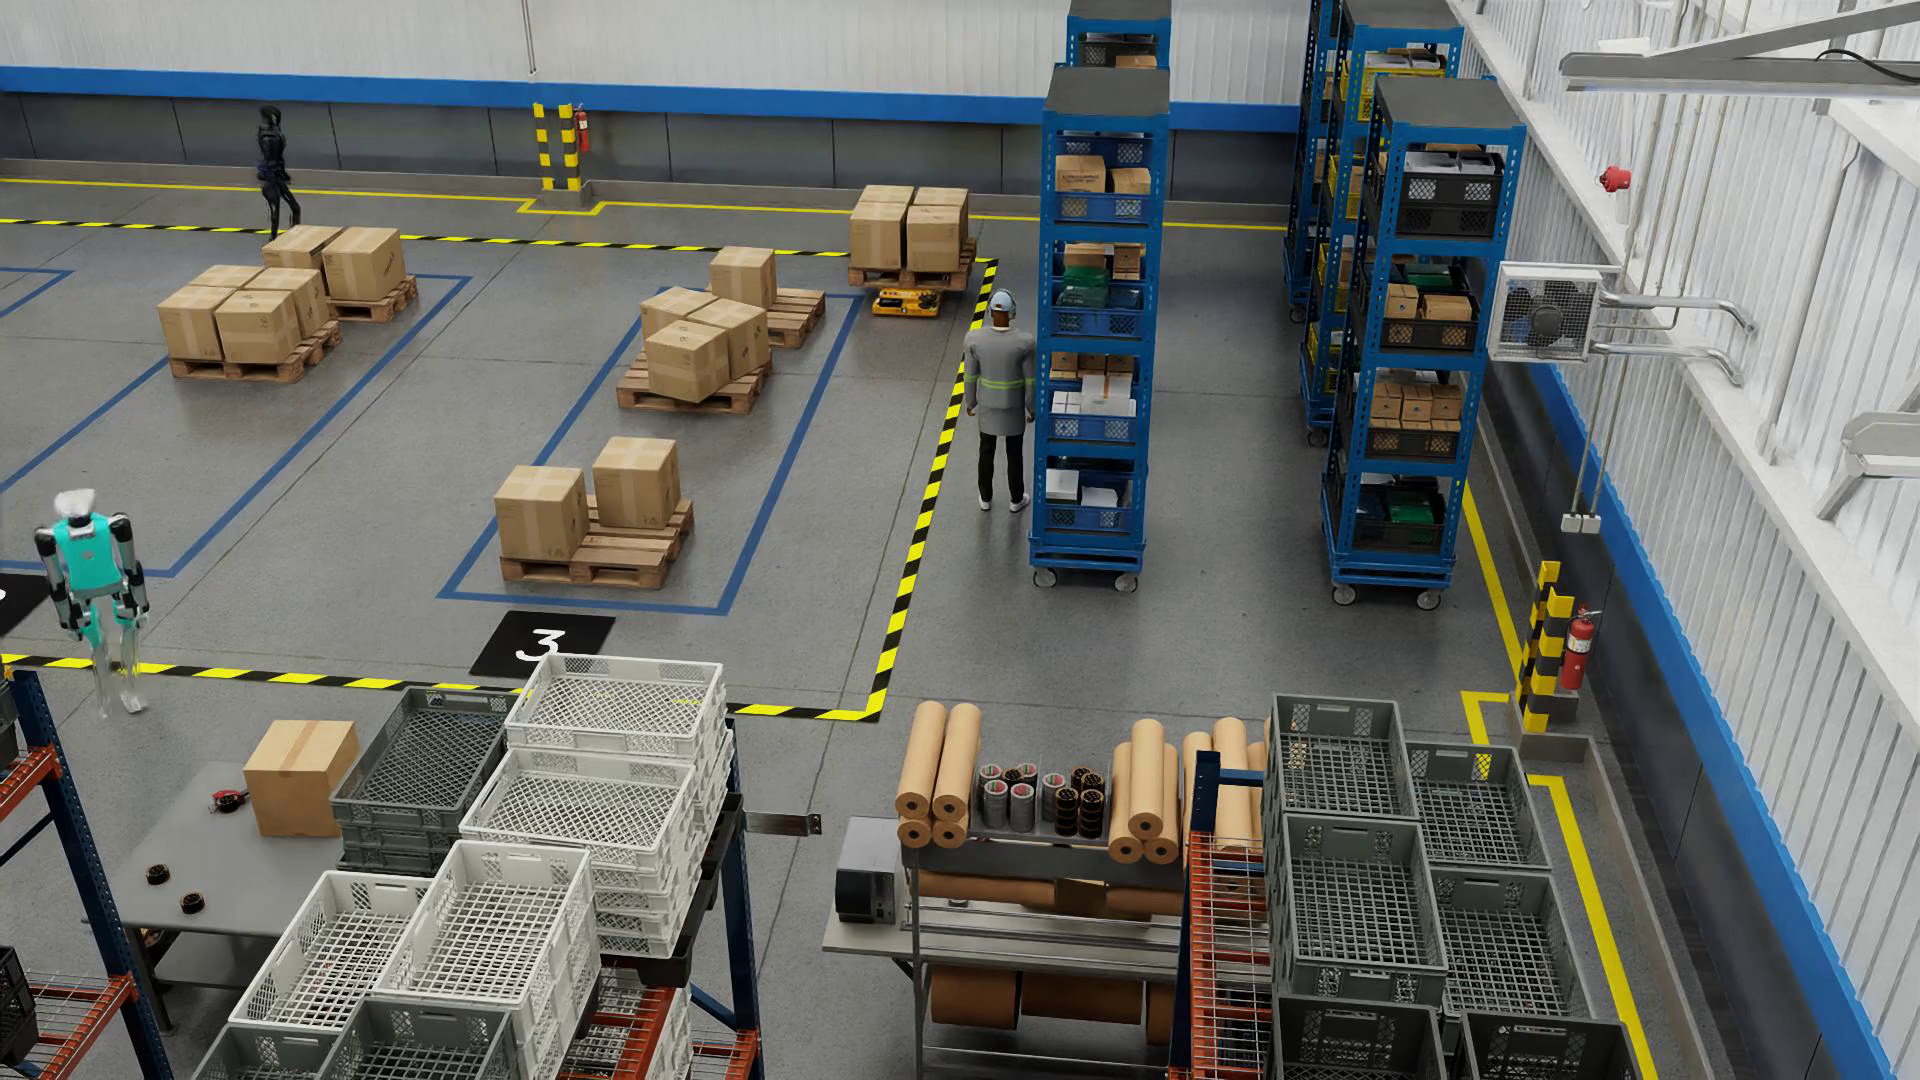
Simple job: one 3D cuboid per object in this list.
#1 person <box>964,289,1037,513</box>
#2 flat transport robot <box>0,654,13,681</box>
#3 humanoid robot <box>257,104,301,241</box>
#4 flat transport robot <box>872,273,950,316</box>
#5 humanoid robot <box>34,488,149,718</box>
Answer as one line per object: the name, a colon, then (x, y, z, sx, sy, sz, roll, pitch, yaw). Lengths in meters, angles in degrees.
person: (0.327, -1.078, 12.956, 0.587, 1.848, 0.395, 6, 31, 10)
flat transport robot: (-7.142, 0.969, 11.010, 1.431, 0.231, 0.659, 3, 30, 6)
humanoid robot: (-7.406, -3.910, 18.004, 0.549, 1.630, 0.608, -3, 30, -5)
flat transport robot: (-0.480, -2.696, 17.276, 0.652, 0.197, 1.431, 3, 30, 6)
humanoid robot: (-5.432, 0.399, 10.567, 0.555, 1.813, 0.787, -15, 33, -24)
